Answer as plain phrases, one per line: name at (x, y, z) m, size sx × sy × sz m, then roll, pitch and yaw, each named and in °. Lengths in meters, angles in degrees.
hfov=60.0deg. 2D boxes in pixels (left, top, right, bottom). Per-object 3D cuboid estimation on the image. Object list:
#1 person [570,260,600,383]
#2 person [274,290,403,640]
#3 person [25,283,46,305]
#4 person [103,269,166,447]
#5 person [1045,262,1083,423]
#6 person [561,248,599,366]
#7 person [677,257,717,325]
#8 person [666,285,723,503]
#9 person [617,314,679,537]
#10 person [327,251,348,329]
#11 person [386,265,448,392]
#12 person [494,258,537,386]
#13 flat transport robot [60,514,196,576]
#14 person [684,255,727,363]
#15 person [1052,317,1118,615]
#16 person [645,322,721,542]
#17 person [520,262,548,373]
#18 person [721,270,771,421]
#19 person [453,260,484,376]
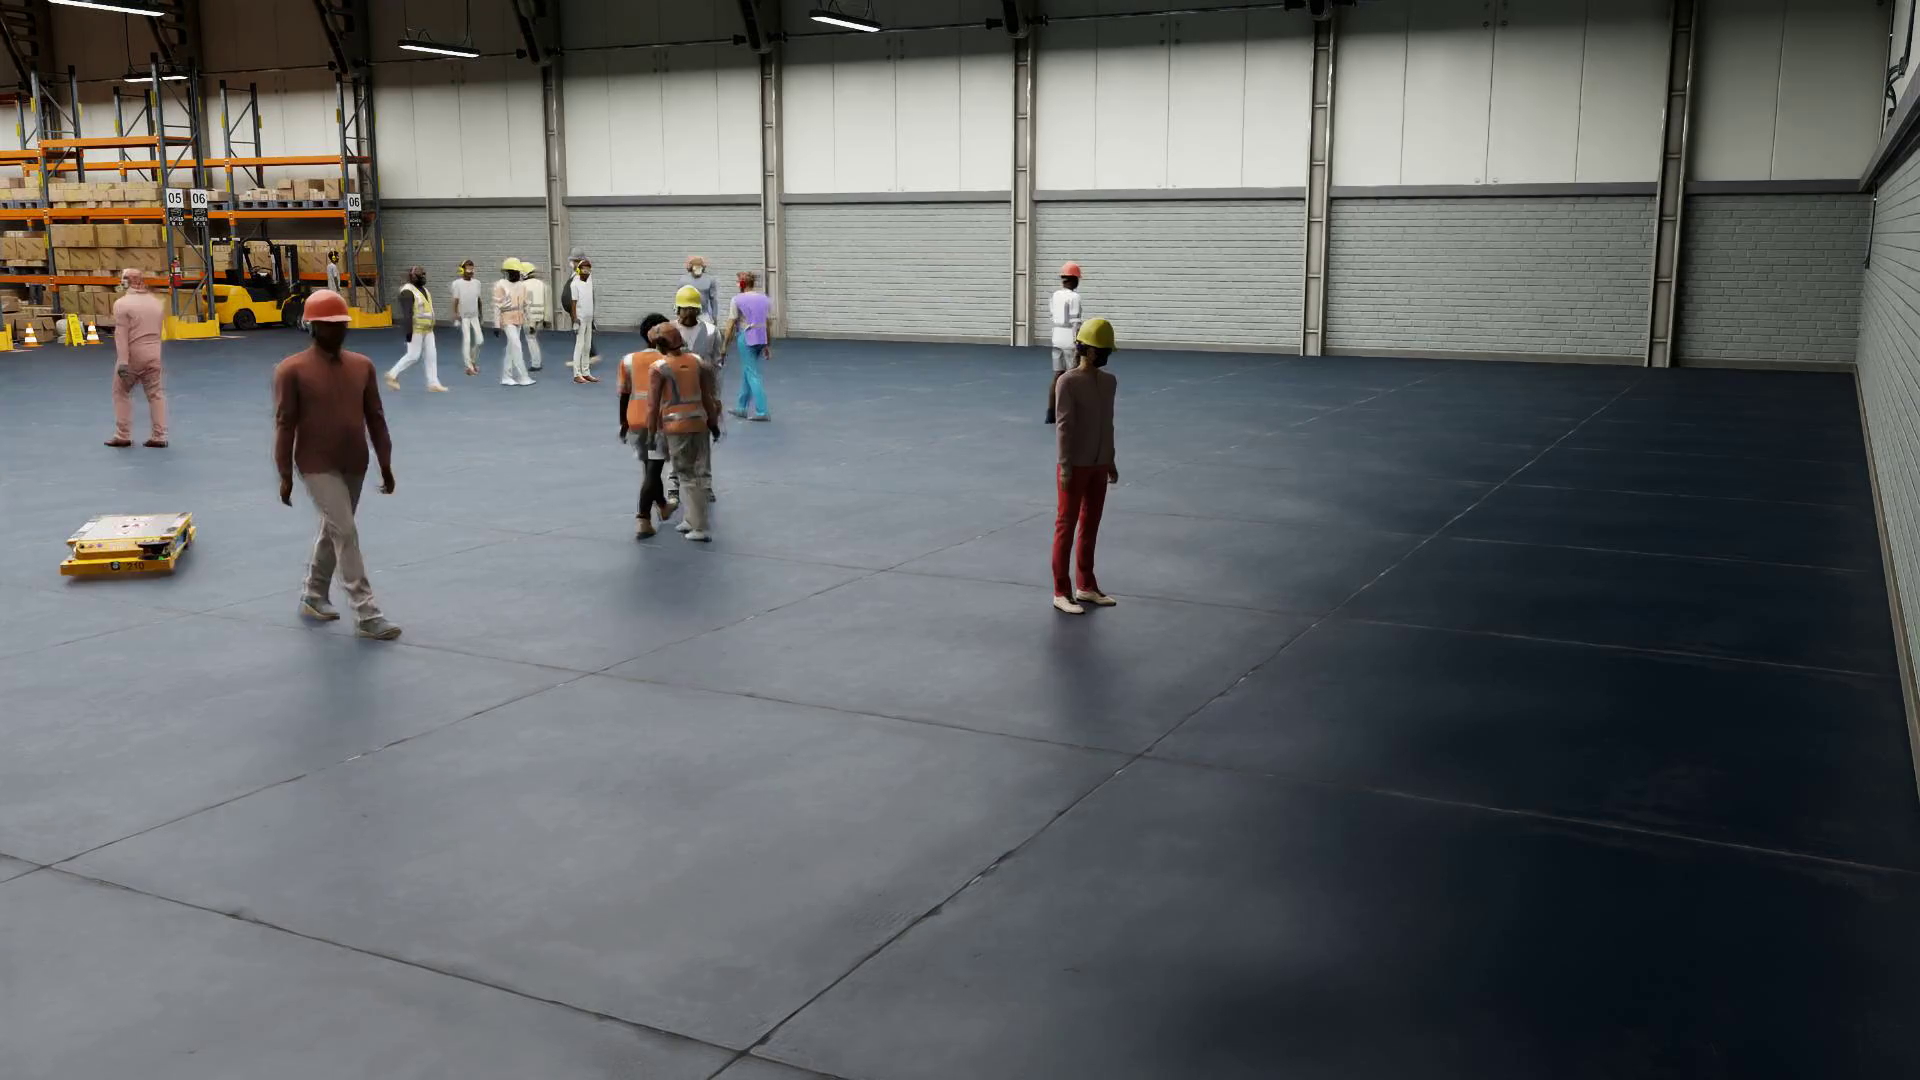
person at (-5.721, -3.324, 25.357) m, size 0.322 × 1.863 × 0.528 m, roll 4°, pitch 11°, yaw 22°
person at (-3.539, -0.443, 9.441) m, size 1.010 × 1.945 × 0.631 m, roll 7°, pitch 13°, yaw 34°
person at (-24.771, -6.871, 44.562) m, size 0.405 × 1.918 × 0.581 m, roll 5°, pitch 11°, yaw 24°
person at (-8.772, -1.913, 17.600) m, size 0.762 × 1.881 × 0.685 m, roll 4°, pitch 11°, yaw 18°
person at (1.279, -2.324, 19.793) m, size 0.525 × 1.929 × 0.578 m, roll -6°, pitch 12°, yaw -31°
person at (-6.594, -4.027, 28.704) m, size 0.557 × 2.000 × 0.681 m, roll -3°, pitch 11°, yaw -17°
person at (-4.261, -3.627, 26.916) m, size 0.676 × 1.903 × 0.547 m, roll -3°, pitch 11°, yaw -17°
person at (-2.278, -1.222, 13.985) m, size 0.588 × 1.830 × 0.404 m, roll -3°, pitch 11°, yaw -18°
person at (-2.292, -0.883, 12.612) m, size 0.530 × 1.640 × 0.904 m, roll 3°, pitch 11°, yaw 18°
person at (-14.870, -5.942, 39.611) m, size 0.324 × 1.871 × 0.526 m, roll -8°, pitch 13°, yaw -37°
person at (-7.799, -3.006, 23.765) m, size 0.799 × 1.820 × 0.634 m, roll 2°, pitch 11°, yaw 10°
person at (-6.534, -3.220, 24.680) m, size 0.856 × 1.893 × 0.619 m, roll 5°, pitch 11°, yaw 25°
flat transport robot at (-5.748, 0.005, 11.543) m, size 0.652 × 0.197 × 1.431 m, roll -3°, pitch 11°, yaw -18°
person at (-4.300, -3.791, 27.760) m, size 0.679 × 1.916 × 0.549 m, roll -1°, pitch 10°, yaw -5°
person at (0.773, -0.447, 9.952) m, size 0.339 × 1.760 × 0.526 m, roll 10°, pitch 14°, yaw 43°
person at (-2.076, -0.798, 12.251) m, size 0.626 × 1.604 × 0.582 m, roll 8°, pitch 13°, yaw 38°
person at (-7.062, -3.636, 27.232) m, size 0.524 × 1.800 × 0.587 m, roll 6°, pitch 12°, yaw 28°
person at (-2.637, -2.358, 20.237) m, size 0.890 × 1.808 × 0.583 m, roll 7°, pitch 13°, yaw 34°
person at (-7.857, -3.552, 26.644) m, size 0.510 × 1.855 × 0.378 m, roll -9°, pitch 14°, yaw -41°
